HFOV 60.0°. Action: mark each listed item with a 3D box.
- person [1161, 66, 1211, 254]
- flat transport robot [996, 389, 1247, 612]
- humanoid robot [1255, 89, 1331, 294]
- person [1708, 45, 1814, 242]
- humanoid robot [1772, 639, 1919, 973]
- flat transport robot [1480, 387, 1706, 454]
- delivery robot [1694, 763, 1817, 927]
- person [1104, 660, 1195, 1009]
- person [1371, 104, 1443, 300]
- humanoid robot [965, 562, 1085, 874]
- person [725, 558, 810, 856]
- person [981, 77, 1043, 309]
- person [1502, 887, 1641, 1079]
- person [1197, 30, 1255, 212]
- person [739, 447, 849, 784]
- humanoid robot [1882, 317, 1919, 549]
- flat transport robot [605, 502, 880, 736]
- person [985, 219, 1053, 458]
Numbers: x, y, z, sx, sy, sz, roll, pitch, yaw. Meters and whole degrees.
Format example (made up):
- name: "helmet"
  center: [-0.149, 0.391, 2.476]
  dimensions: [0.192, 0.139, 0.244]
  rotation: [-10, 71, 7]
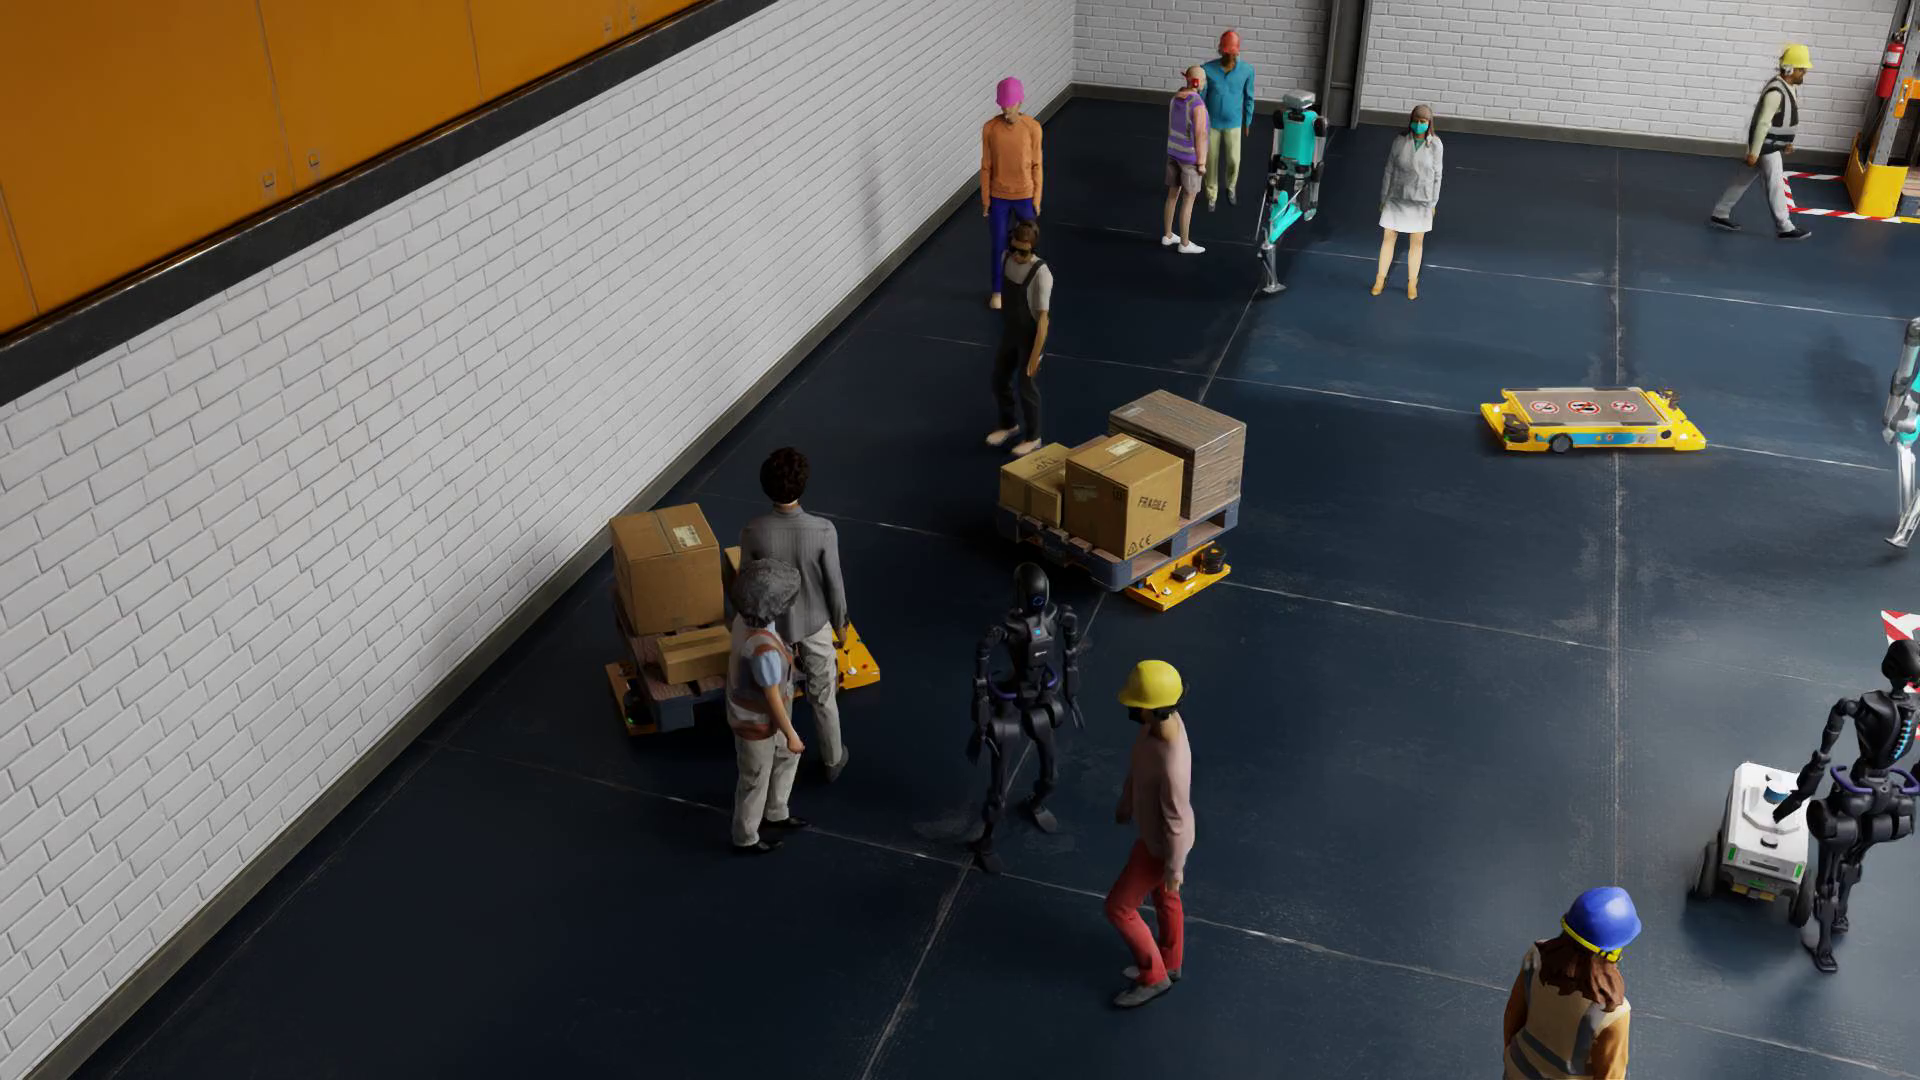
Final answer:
- name: "person"
  center: [2.052, -3.446, 15.082]
  dimensions: [0.341, 1.692, 0.494]
  rotation: [-16, 34, -25]
- name: "flat transport robot"
  center: [0.966, 0.000, 10.625]
  dimensions: [0.659, 0.231, 1.431]
  rotation: [-26, 39, -37]
- name: "humanoid robot"
  center: [2.668, -2.816, 14.032]
  dimensions: [0.770, 1.849, 0.555]
  rotation: [-26, 39, -37]
- name: "person"
  center: [7.553, -3.669, 15.370]
  dimensions: [0.917, 1.779, 0.617]
  rotation: [18, 35, 27]
- name: "humanoid robot"
  center: [3.939, 1.139, 7.310]
  dimensions: [0.599, 1.649, 0.460]
  rotation: [0, 30, 0]
- name: "flat transport robot"
  center: [4.600, -0.873, 12.111]
  dimensions: [1.431, 0.231, 0.659]
  rotation: [0, 30, -1]
- name: "delivery robot"
  center: [3.836, 1.404, 7.935]
  dimensions: [0.499, 0.575, 0.759]
  rotation: [13, 33, 21]
- name: "person"
  center: [0.802, 1.245, 7.046]
  dimensions: [0.461, 1.749, 0.516]
  rotation: [2, 30, 3]
- name: "person"
  center: [3.805, -2.859, 14.113]
  dimensions: [0.483, 1.657, 0.337]
  rotation: [9, 32, 16]
- name: "humanoid robot"
  center: [0.292, 0.782, 7.907]
  dimensions: [0.610, 1.632, 0.391]
  rotation: [-15, 34, -23]
- name: "person"
  center: [-0.887, 0.814, 7.849]
  dimensions: [0.536, 1.666, 0.459]
  rotation: [-7, 31, -12]
- name: "person"
  center: [0.427, -2.870, 13.831]
  dimensions: [0.520, 1.972, 0.405]
  rotation: [4, 31, 7]
- name: "person"
  center: [2.104, 1.920, 5.868]
  dimensions: [0.325, 1.777, 0.465]
  rotation: [-17, 35, -27]
- name: "person"
  center: [2.533, -4.037, 16.038]
  dimensions: [0.577, 1.737, 0.372]
  rotation: [4, 31, 7]
- name: "person"
  center: [-0.829, 0.421, 8.303]
  dimensions: [0.530, 1.898, 0.396]
  rotation: [-1, 30, -2]
- name: "humanoid robot"
  center: [6.143, -0.775, 10.479]
  dimensions: [0.532, 1.724, 0.960]
  rotation: [24, 38, 35]
- name: "flat transport robot"
  center: [-1.235, 0.712, 9.415]
  dimensions: [1.431, 0.231, 0.659]
  rotation: [-11, 32, -19]
- name: "person"
  center: [0.440, -1.379, 11.457]
  dimensions: [0.452, 1.803, 0.563]
  rotation: [-20, 36, -30]
